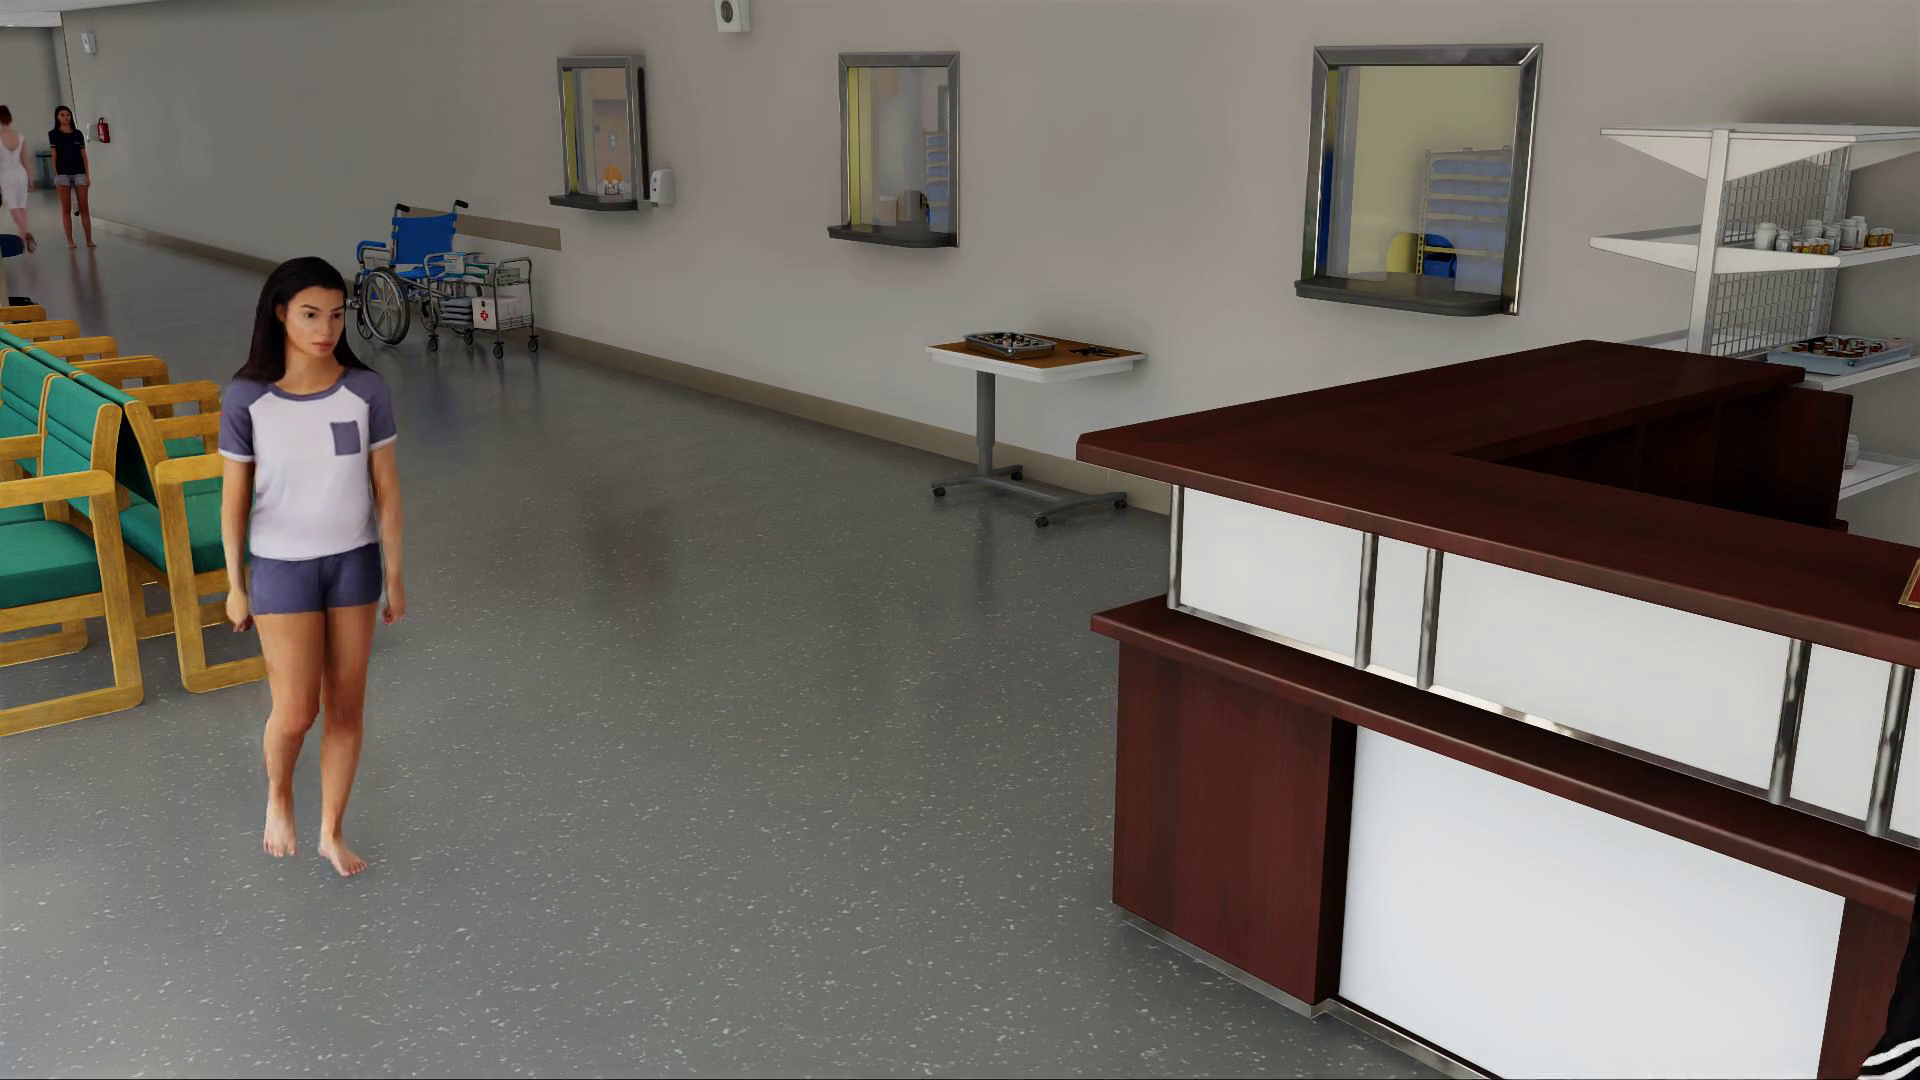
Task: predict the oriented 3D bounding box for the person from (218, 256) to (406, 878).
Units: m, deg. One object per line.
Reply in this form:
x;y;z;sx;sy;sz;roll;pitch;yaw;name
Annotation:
-1.789;0.081;4.579;0.582;1.714;0.673;-10;19;-31;person

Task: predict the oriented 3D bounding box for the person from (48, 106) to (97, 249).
-11.264;-4.594;21.069;0.493;1.764;0.652;-10;19;-33;person

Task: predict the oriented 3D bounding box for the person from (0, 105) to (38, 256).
-11.203;-4.209;19.717;0.679;1.757;1.029;15;21;42;person
